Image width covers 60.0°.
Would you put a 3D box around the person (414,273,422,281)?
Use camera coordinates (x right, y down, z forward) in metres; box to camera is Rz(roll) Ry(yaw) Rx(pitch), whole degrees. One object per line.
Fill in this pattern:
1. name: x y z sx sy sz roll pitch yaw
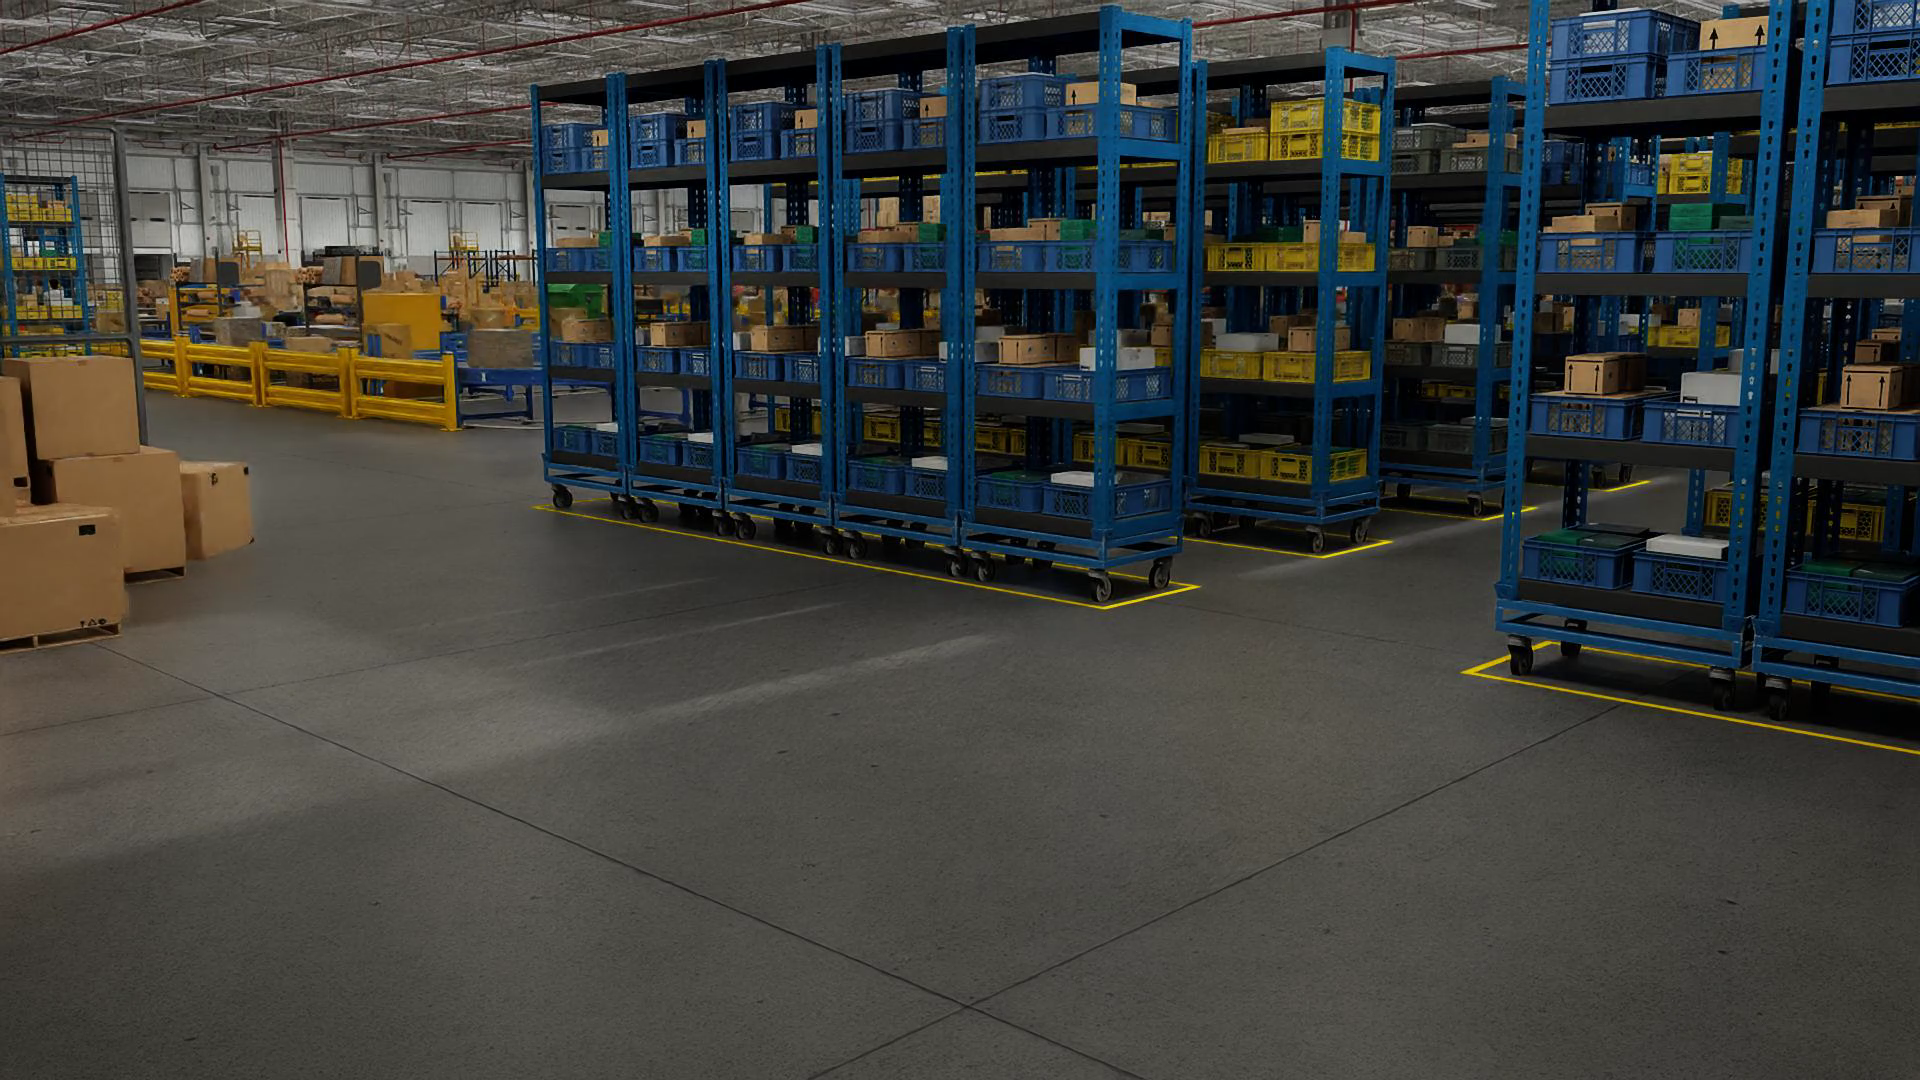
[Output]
1. person: -28.461 -13.071 87.223 0.575 1.856 0.812 -2 9 -12

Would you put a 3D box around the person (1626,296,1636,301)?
1. person: 11.940 -3.688 29.663 0.905 1.877 0.657 1 9 6

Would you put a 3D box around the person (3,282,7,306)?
1. person: -45.723 -11.877 79.682 0.373 1.928 0.543 3 10 19

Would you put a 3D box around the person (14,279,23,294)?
1. person: -40.596 -10.467 71.823 0.815 1.666 0.532 6 11 31

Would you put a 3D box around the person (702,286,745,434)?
1. person: -2.661 -1.959 18.750 0.754 1.972 0.618 -6 11 -34

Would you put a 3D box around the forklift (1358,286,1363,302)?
1. forklift: 11.100 -7.017 46.970 1.873 2.768 1.129 9 13 43

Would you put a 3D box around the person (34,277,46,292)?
1. person: -25.349 -6.382 46.192 0.803 1.856 0.613 -9 13 -43

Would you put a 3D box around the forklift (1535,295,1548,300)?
1. forklift: 15.759 -6.783 45.534 1.873 2.768 1.129 9 13 43

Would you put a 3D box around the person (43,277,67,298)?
1. person: -20.966 -5.155 38.642 0.513 1.872 0.328 -5 10 -26

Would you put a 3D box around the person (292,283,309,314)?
1. person: -21.104 -7.580 53.429 0.963 1.887 0.576 7 12 38

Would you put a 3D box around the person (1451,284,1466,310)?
1. person: 9.220 -3.869 30.814 0.389 1.850 0.567 4 10 21

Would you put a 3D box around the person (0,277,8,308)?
1. person: -37.152 -9.347 64.505 0.957 1.834 0.540 -7 12 -37

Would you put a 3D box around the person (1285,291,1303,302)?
1. person: 4.472 -2.456 22.341 0.591 1.795 0.842 -7 11 -36

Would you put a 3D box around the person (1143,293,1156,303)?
1. person: 5.662 -6.932 50.202 0.547 1.648 0.867 -9 13 -44
